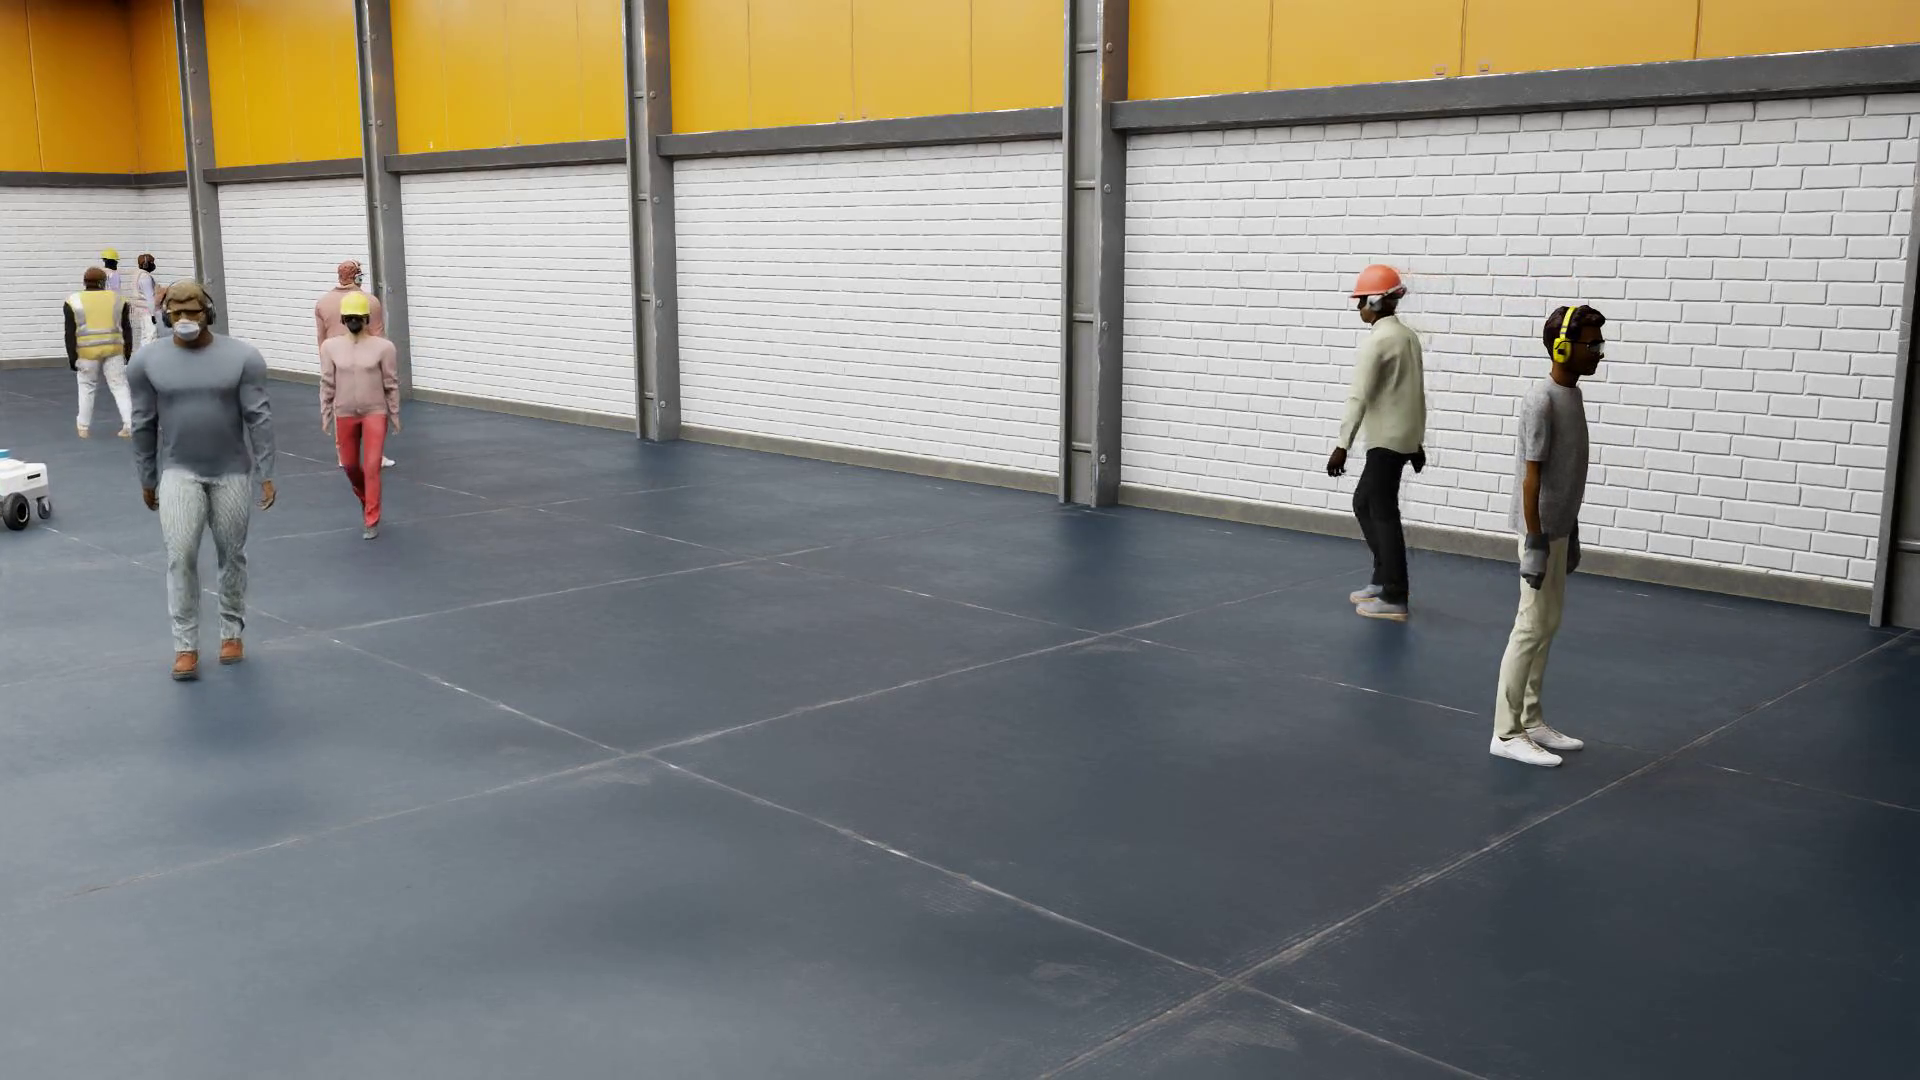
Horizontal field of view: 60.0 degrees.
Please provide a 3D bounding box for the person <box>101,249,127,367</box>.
[{"bbox_3d":[-13.709,-3.741,26.892,0.582,1.918,0.405,6,12,29],"label":"person"}]

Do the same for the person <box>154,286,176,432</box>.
[{"bbox_3d":[-8.349,-1.900,17.681,0.609,1.604,0.406,5,11,23],"label":"person"}]

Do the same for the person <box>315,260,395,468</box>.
[{"bbox_3d":[-5.543,-1.605,15.262,0.642,1.909,0.399,2,11,10],"label":"person"}]

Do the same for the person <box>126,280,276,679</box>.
[{"bbox_3d":[-3.659,-0.291,8.082,0.645,1.910,0.754,-5,11,-23],"label":"person"}]

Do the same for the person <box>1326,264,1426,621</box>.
[{"bbox_3d":[2.340,-0.541,9.290,0.570,1.968,0.654,7,12,32],"label":"person"}]

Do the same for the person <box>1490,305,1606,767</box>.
[{"bbox_3d":[2.392,-0.015,6.733,0.323,1.862,0.510,7,13,34],"label":"person"}]

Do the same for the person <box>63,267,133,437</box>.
[{"bbox_3d":[-9.082,-1.967,17.570,0.666,1.816,0.640,-8,13,-36],"label":"person"}]

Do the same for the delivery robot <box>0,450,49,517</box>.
[{"bbox_3d":[-7.044,-0.421,12.237,0.477,0.478,0.707,0,10,-1],"label":"delivery robot"}]

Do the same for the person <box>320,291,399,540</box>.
[{"bbox_3d":[-4.277,-0.910,11.919,0.535,1.751,0.721,-1,10,-8],"label":"person"}]

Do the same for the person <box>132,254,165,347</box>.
[{"bbox_3d":[-12.621,-3.529,25.931,0.429,1.844,0.625,-8,13,-38],"label":"person"}]
